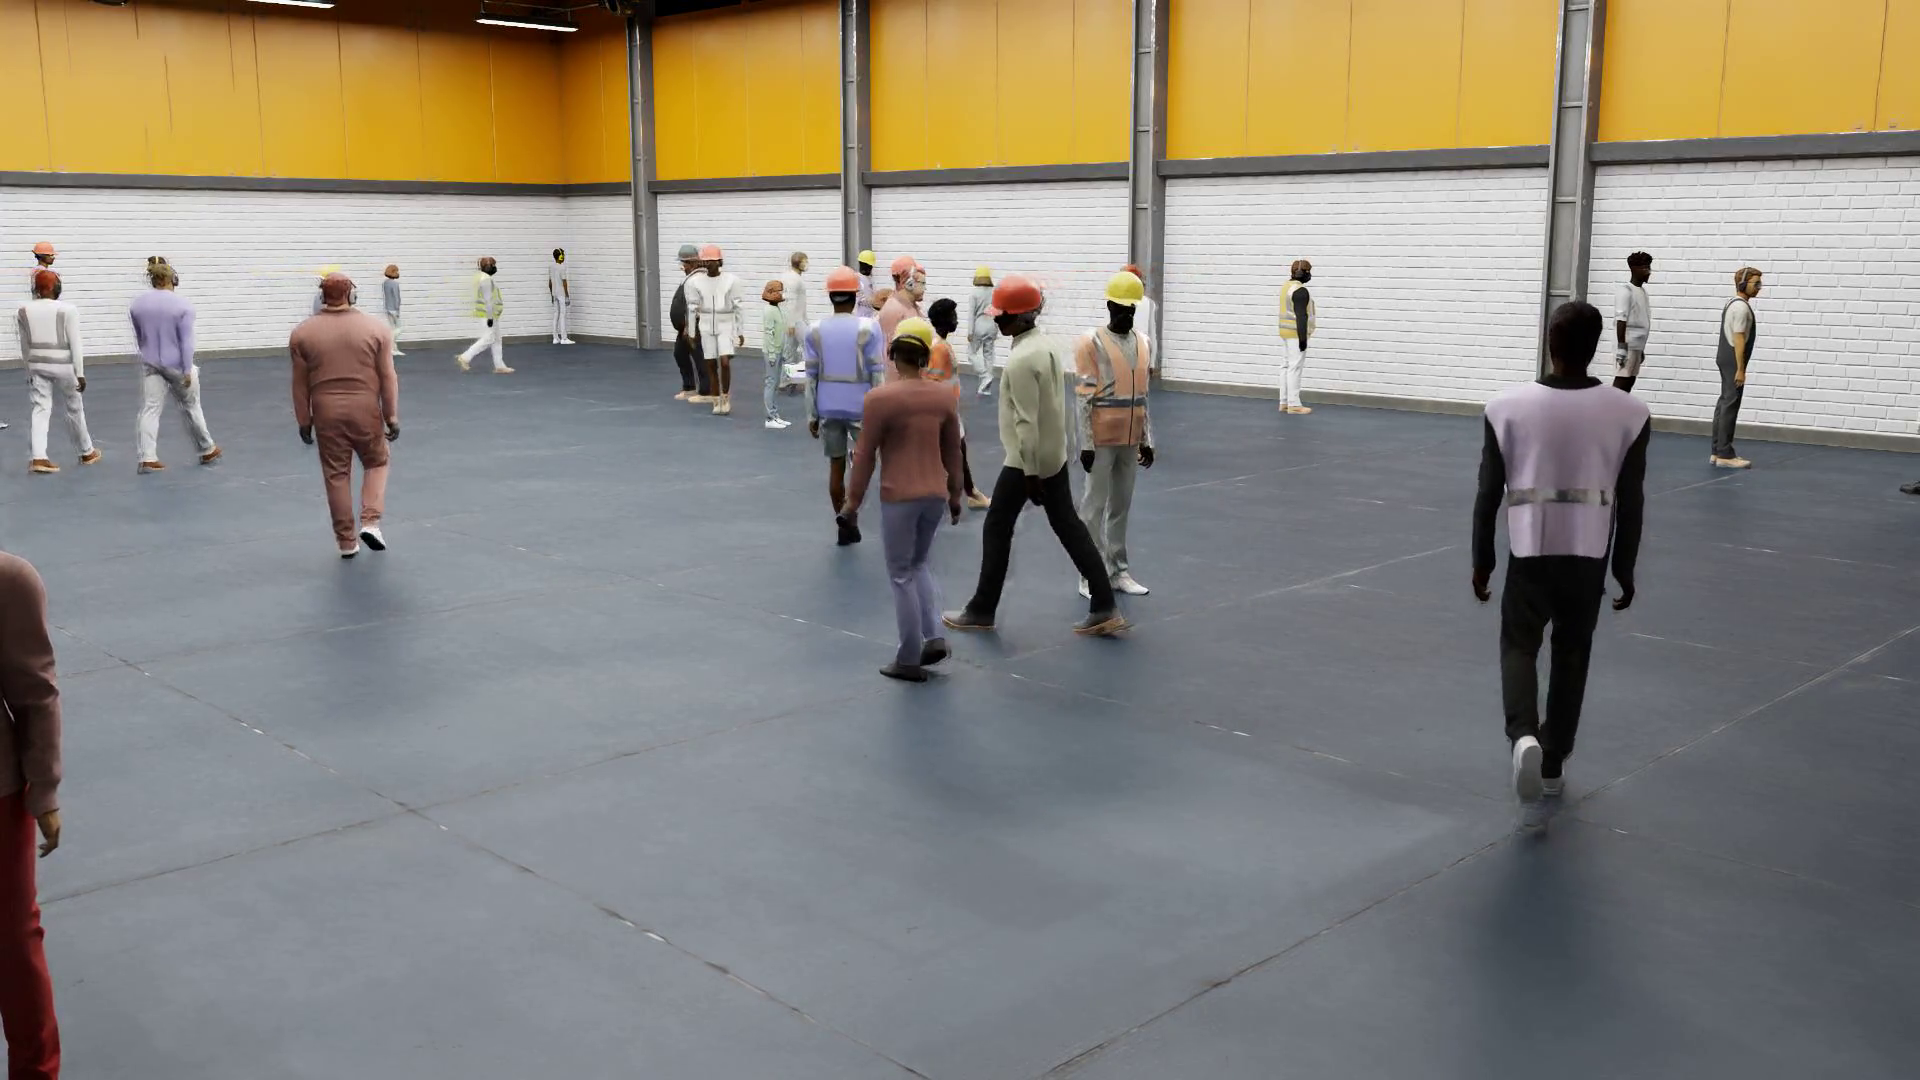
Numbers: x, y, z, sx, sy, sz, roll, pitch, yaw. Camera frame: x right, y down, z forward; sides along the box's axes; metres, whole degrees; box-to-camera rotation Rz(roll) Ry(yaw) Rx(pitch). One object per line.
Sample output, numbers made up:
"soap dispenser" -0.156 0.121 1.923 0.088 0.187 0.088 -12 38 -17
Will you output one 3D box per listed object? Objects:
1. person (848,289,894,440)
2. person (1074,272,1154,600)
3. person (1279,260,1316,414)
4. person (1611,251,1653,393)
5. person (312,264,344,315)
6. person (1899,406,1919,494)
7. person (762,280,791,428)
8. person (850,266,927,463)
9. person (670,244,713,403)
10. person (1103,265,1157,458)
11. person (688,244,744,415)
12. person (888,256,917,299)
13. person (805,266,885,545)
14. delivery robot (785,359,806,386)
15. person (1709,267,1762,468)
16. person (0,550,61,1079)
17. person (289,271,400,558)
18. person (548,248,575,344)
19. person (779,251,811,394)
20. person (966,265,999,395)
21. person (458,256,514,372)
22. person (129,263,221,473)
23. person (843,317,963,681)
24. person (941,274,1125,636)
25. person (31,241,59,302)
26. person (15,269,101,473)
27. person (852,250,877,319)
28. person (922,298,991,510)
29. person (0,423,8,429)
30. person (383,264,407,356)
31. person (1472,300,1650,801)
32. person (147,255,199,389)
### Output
"person" -0.796 -1.803 17.221 0.877 1.588 0.494 0 10 0
"person" 0.920 -0.603 9.760 0.586 1.921 0.383 -9 13 -39
"person" 4.054 -2.441 20.005 0.430 1.840 0.626 -1 10 -6
"person" 7.086 -2.058 17.567 0.367 1.964 0.609 9 14 41
"person" -6.774 -2.114 18.291 0.684 1.806 0.611 -9 14 -41
"person" 8.027 -1.271 13.415 0.551 1.919 0.653 -6 12 -31
"person" -2.051 -2.066 18.512 0.280 1.636 0.500 1 10 6
"person" -0.532 -1.335 13.860 0.668 1.882 0.669 4 11 21
"person" -3.447 -2.749 21.136 0.623 2.000 0.683 -3 11 -17
"person" 1.572 -1.736 16.153 0.598 1.833 0.965 -8 13 -38
"person" -2.897 -2.469 19.646 0.650 2.023 0.645 0 10 2
"person" -0.524 -1.705 15.719 0.354 1.939 0.544 0 10 1
"person" -0.788 -0.894 11.324 0.560 1.927 0.523 2 11 12
"delivery robot" -1.969 -2.236 22.133 0.707 0.478 0.477 -2 11 -11
"person" 7.164 -1.588 15.350 0.345 1.842 0.505 3 11 15
"person" -2.299 0.581 3.742 0.523 1.763 0.329 -1 10 -6
"person" -4.056 -0.823 11.015 0.670 1.894 0.432 -2 11 -12
"person" -7.866 -4.791 32.729 0.521 1.874 0.327 8 13 37
"person" -2.070 -2.908 22.353 0.857 1.907 0.654 -1 10 -4
"person" 0.305 -2.802 22.251 0.507 1.730 0.375 -7 12 -33
"person" -7.357 -3.464 25.669 0.776 1.821 0.635 -4 11 -20
"person" -7.230 -1.576 15.197 0.628 1.879 0.981 0 10 1
"person" -0.252 -0.193 7.987 0.545 1.739 0.379 -9 14 -40
"person" 0.413 -0.431 8.794 1.007 1.939 0.632 5 12 26
"person" -13.208 -3.295 24.106 0.394 2.041 0.612 -7 13 -35
"person" -8.242 -1.539 15.130 0.588 1.829 1.030 -1 10 -3
"person" -1.355 -3.146 23.636 0.380 1.917 0.585 4 11 21
"person" -0.155 -1.047 12.919 0.865 1.651 0.545 0 10 -2
"person" -10.986 -1.971 18.122 0.870 1.595 0.523 0 10 -1
"person" -10.042 -4.066 29.468 0.503 1.623 0.382 10 14 43
"person" 2.217 0.067 6.183 0.602 1.900 0.685 3 11 17
"person" -10.989 -3.005 23.030 0.610 1.859 0.528 -4 11 -20
